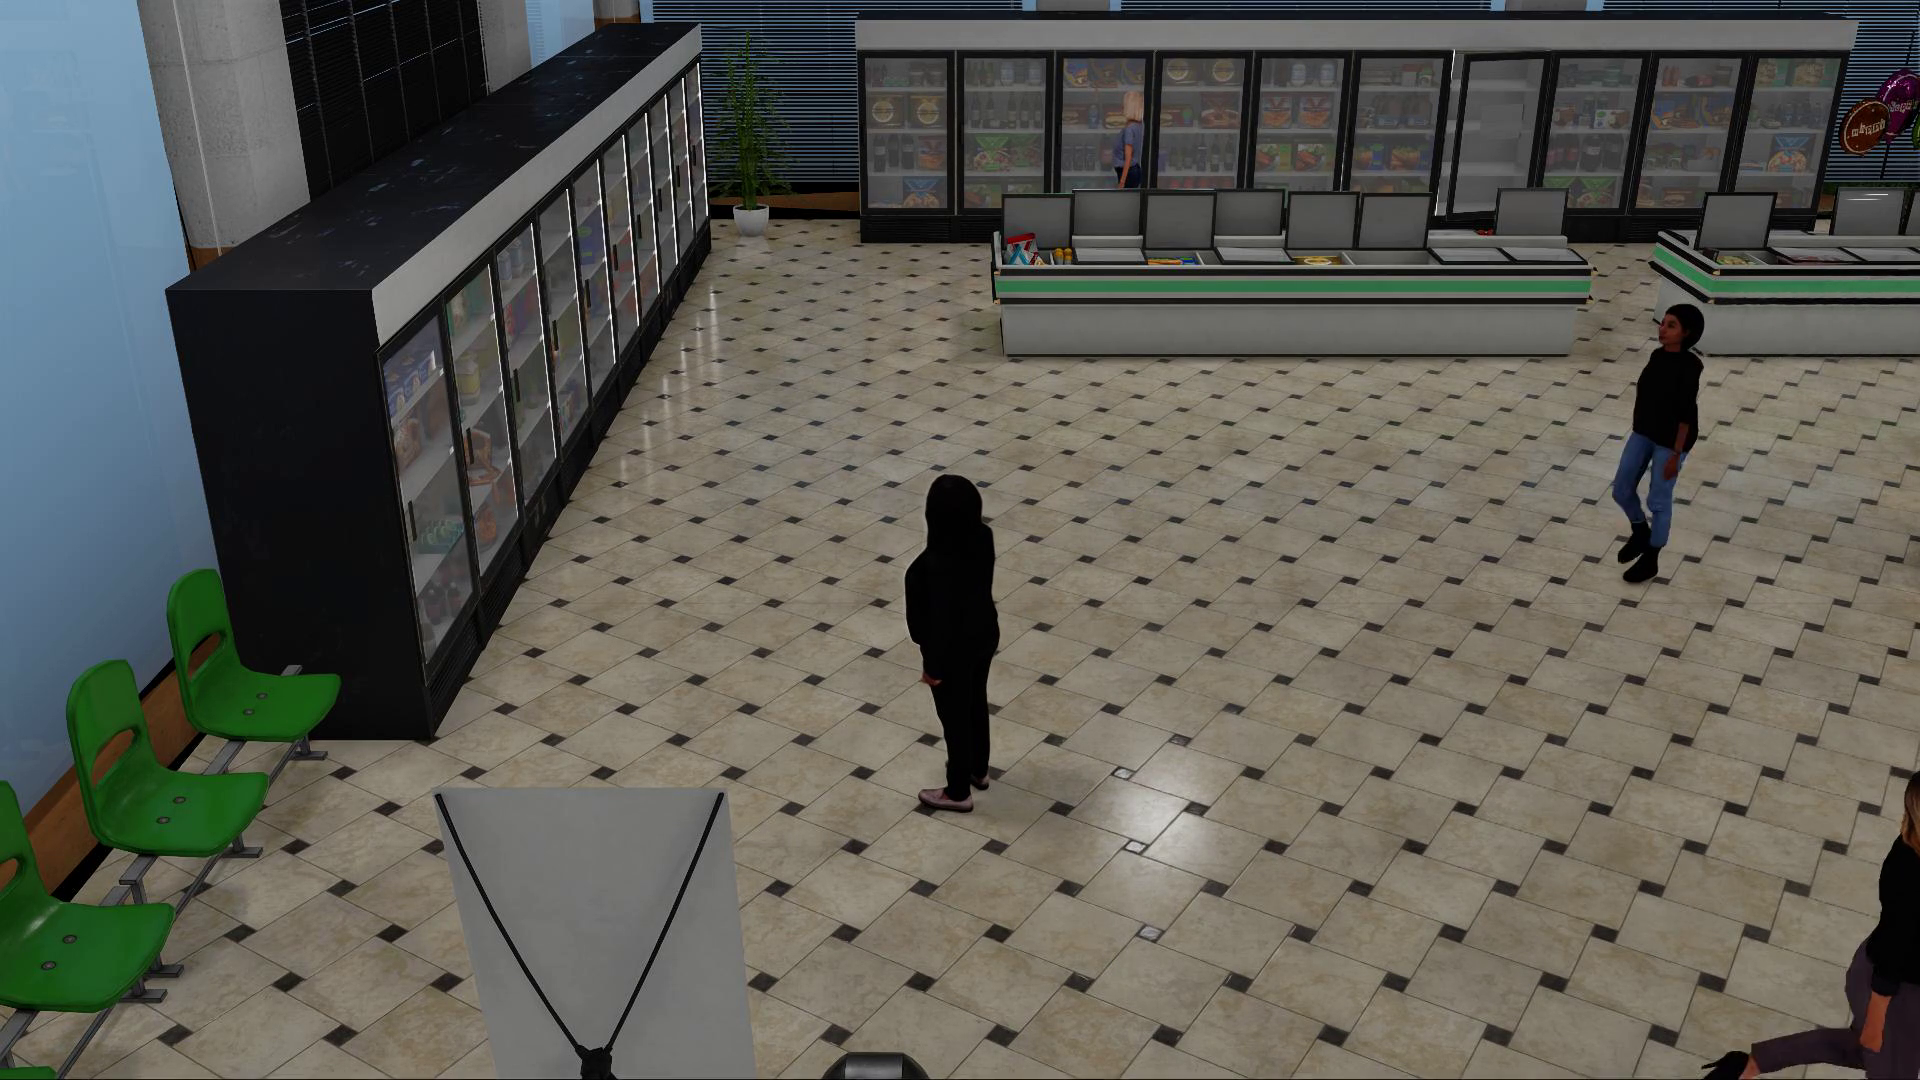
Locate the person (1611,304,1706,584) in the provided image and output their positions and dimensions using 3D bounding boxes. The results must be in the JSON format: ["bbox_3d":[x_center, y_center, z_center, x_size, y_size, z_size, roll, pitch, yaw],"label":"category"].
[{"bbox_3d":[4.164,-0.555,9.733,0.745,1.683,0.683,-12,26,-25],"label":"person"}]

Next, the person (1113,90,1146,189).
[{"bbox_3d":[1.714,-3.656,16.772,0.611,1.722,0.637,8,25,17],"label":"person"}]

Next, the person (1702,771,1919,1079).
[{"bbox_3d":[2.834,1.418,5.263,1.006,1.651,0.882,15,28,30],"label":"person"}]

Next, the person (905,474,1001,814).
[{"bbox_3d":[-0.001,0.461,7.496,0.772,1.616,0.754,11,26,24],"label":"person"}]
